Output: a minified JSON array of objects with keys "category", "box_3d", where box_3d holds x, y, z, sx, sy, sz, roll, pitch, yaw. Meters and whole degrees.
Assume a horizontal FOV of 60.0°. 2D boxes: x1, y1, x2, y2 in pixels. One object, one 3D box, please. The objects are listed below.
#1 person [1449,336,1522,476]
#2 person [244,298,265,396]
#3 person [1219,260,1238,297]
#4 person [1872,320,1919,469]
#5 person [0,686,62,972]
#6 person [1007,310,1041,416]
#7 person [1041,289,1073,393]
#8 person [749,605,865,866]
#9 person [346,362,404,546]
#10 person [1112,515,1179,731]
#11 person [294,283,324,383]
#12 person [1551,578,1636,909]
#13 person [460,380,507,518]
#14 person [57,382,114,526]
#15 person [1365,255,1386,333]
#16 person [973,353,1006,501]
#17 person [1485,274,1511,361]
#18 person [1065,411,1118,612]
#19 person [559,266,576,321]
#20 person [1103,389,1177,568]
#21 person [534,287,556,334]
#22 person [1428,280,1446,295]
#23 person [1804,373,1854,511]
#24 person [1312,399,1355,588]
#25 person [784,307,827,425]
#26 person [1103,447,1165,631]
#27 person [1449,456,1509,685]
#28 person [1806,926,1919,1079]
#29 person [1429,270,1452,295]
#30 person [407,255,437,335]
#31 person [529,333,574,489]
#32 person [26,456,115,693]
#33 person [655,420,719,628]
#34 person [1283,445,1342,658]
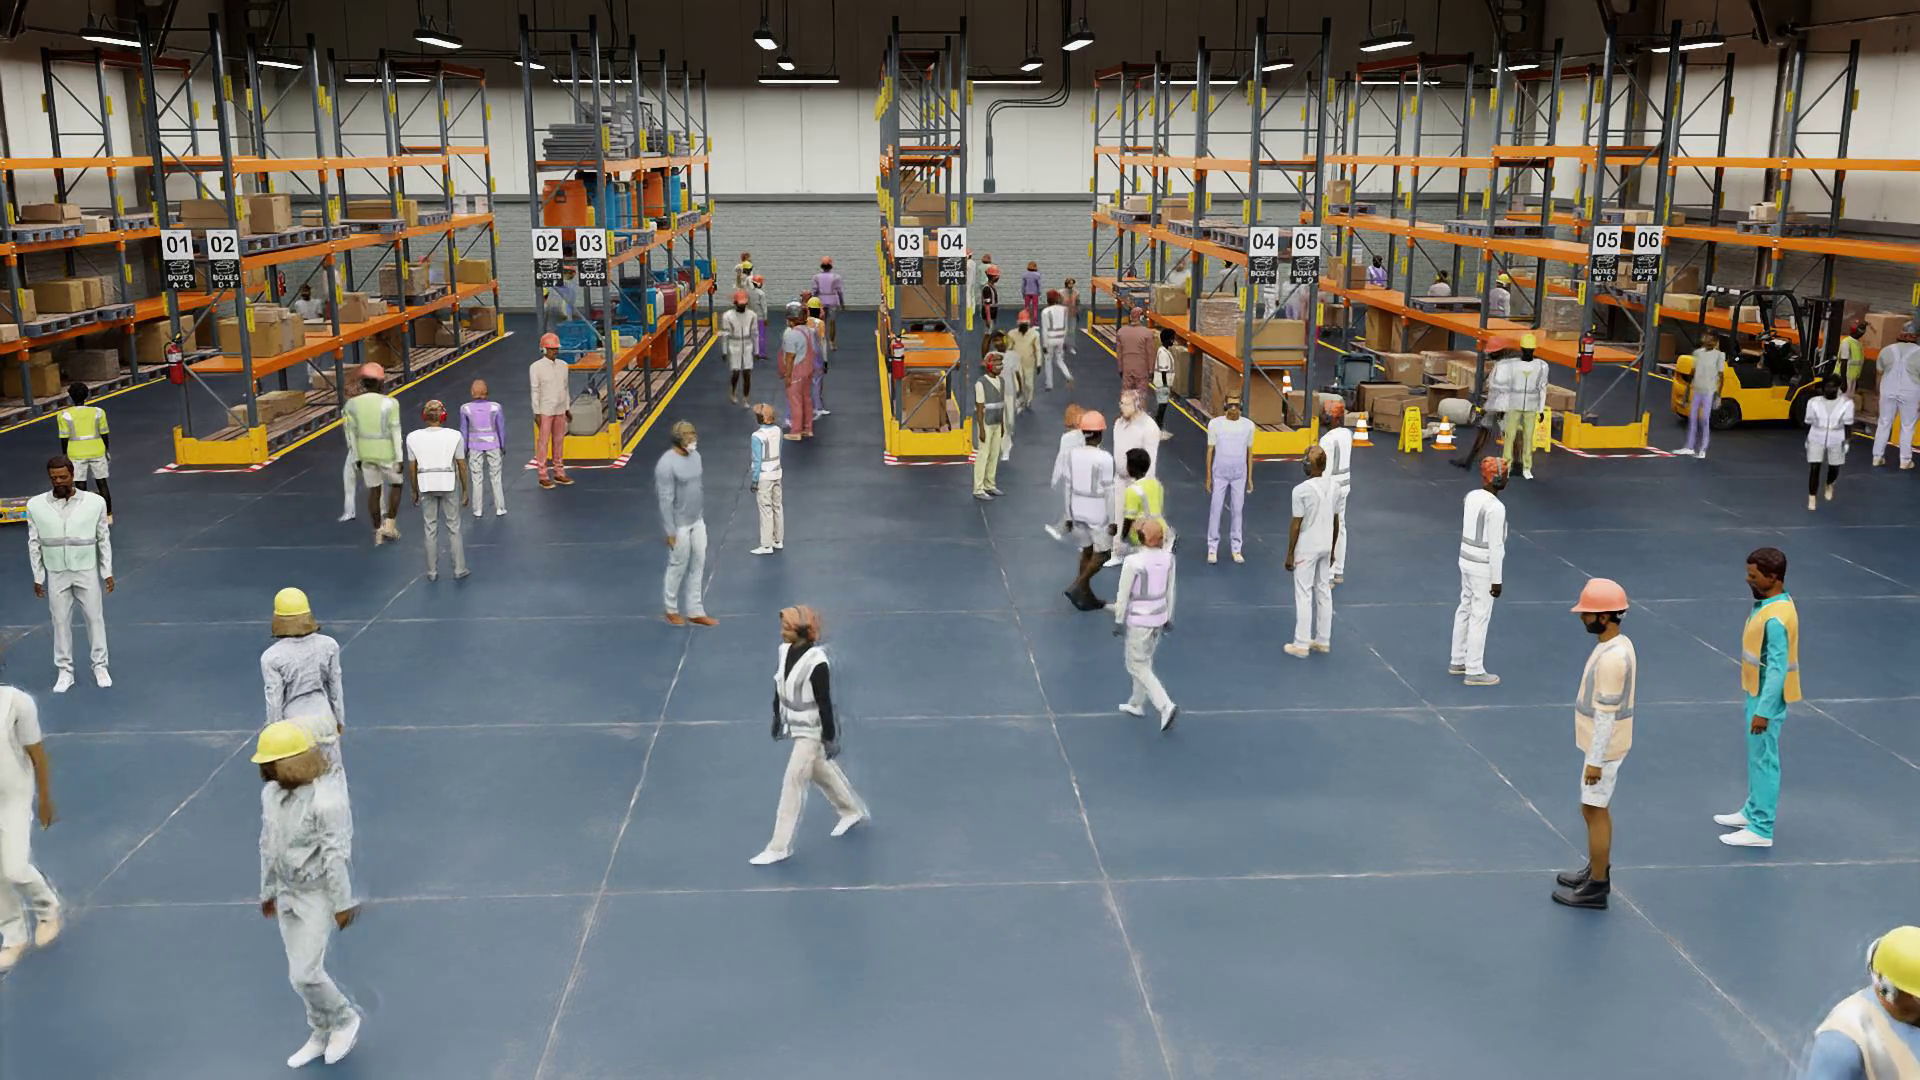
[{"category":"person","box_3d":[7.118,-1.788,22.194,0.957,1.867,0.545,1,13,4]},{"category":"person","box_3d":[-12.550,-3.413,29.388,0.316,1.736,0.486,2,13,7]},{"category":"person","box_3d":[6.176,-5.630,38.484,0.532,1.870,0.315,-6,15,-25]},{"category":"person","box_3d":[12.899,-2.002,22.750,0.535,2.000,0.679,-12,18,-41]},{"category":"person","box_3d":[-5.109,1.396,8.805,0.528,1.829,0.418,0,13,1]},{"category":"person","box_3d":[1.057,-2.930,27.369,0.575,1.728,0.765,2,13,6]},{"category":"person","box_3d":[1.711,-3.512,29.517,0.588,1.866,0.606,-8,16,-31]},{"category":"person","box_3d":[-0.935,1.160,10.303,0.857,1.598,0.535,-9,16,-32]},{"category":"person","box_3d":[-6.388,-0.941,18.291,0.626,2.017,0.499,1,13,5]},{"category":"person","box_3d":[1.436,0.618,12.538,0.516,1.618,0.687,-11,17,-39]},{"category":"person","box_3d":[-12.125,-3.882,31.118,0.555,1.847,0.685,-4,14,-18]},{"category":"person","box_3d":[3.664,1.165,9.592,0.386,1.924,0.548,5,14,21]},{"category":"person","box_3d":[-5.632,-1.079,19.693,0.514,1.643,0.307,-3,14,-13]},{"category":"person","box_3d":[-10.037,-0.967,19.102,0.540,1.695,0.317,-12,18,-41]},{"category":"person","box_3d":[9.812,-5.798,39.255,0.633,1.842,0.429,-8,15,-30]},{"category":"person","box_3d":[0.364,-1.421,20.742,0.381,1.835,0.561,9,16,32]},{"category":"person","box_3d":[10.912,-4.464,33.656,0.404,1.824,0.589,-6,14,-23]},{"category":"person","box_3d":[1.188,-0.240,15.537,0.553,1.923,0.569,-13,18,-43]},{"category":"person","box_3d":[-8.075,-4.690,34.246,0.404,2.003,0.700,-1,13,-6]},{"category":"person","box_3d":[1.874,-0.665,17.450,0.871,1.878,0.652,-11,17,-39]},{"category":"person","box_3d":[-7.818,-3.892,31.372,0.349,1.758,0.521,0,13,0]},{"category":"person","box_3d":[10.113,-4.732,35.179,0.503,1.636,0.277,6,15,26]},{"category":"person","box_3d":[10.488,-1.206,20.142,0.534,1.679,0.517,7,15,27]},{"category":"person","box_3d":[3.691,-0.463,16.568,0.354,1.883,0.573,10,17,37]},{"category":"person","box_3d":[-2.508,-2.751,26.320,0.595,1.867,1.038,8,16,32]},{"category":"person","box_3d":[1.581,-0.026,15.157,0.766,1.661,0.551,7,15,29]},{"category":"person","box_3d":[4.263,0.245,13.595,0.355,1.876,0.574,-2,13,-8]},{"category":"person","box_3d":[3.240,2.137,5.760,0.715,1.768,0.922,-9,16,-34]},{"category":"person","box_3d":[10.005,-4.708,34.678,0.601,1.824,0.670,3,14,14]},{"category":"person","box_3d":[-12.517,-5.711,38.851,0.541,1.878,0.968,4,14,16]},{"category":"person","box_3d":[-5.257,-1.675,21.461,0.388,1.996,0.612,9,16,35]},{"category":"person","box_3d":[-7.157,0.260,13.424,0.587,1.920,0.391,-6,14,-22]},{"category":"person","box_3d":[-2.503,-0.139,15.101,0.558,1.930,0.652,6,15,24]},{"category":"person","box_3d":[3.029,0.100,14.287,0.509,1.839,0.338,-8,15,-29]}]
